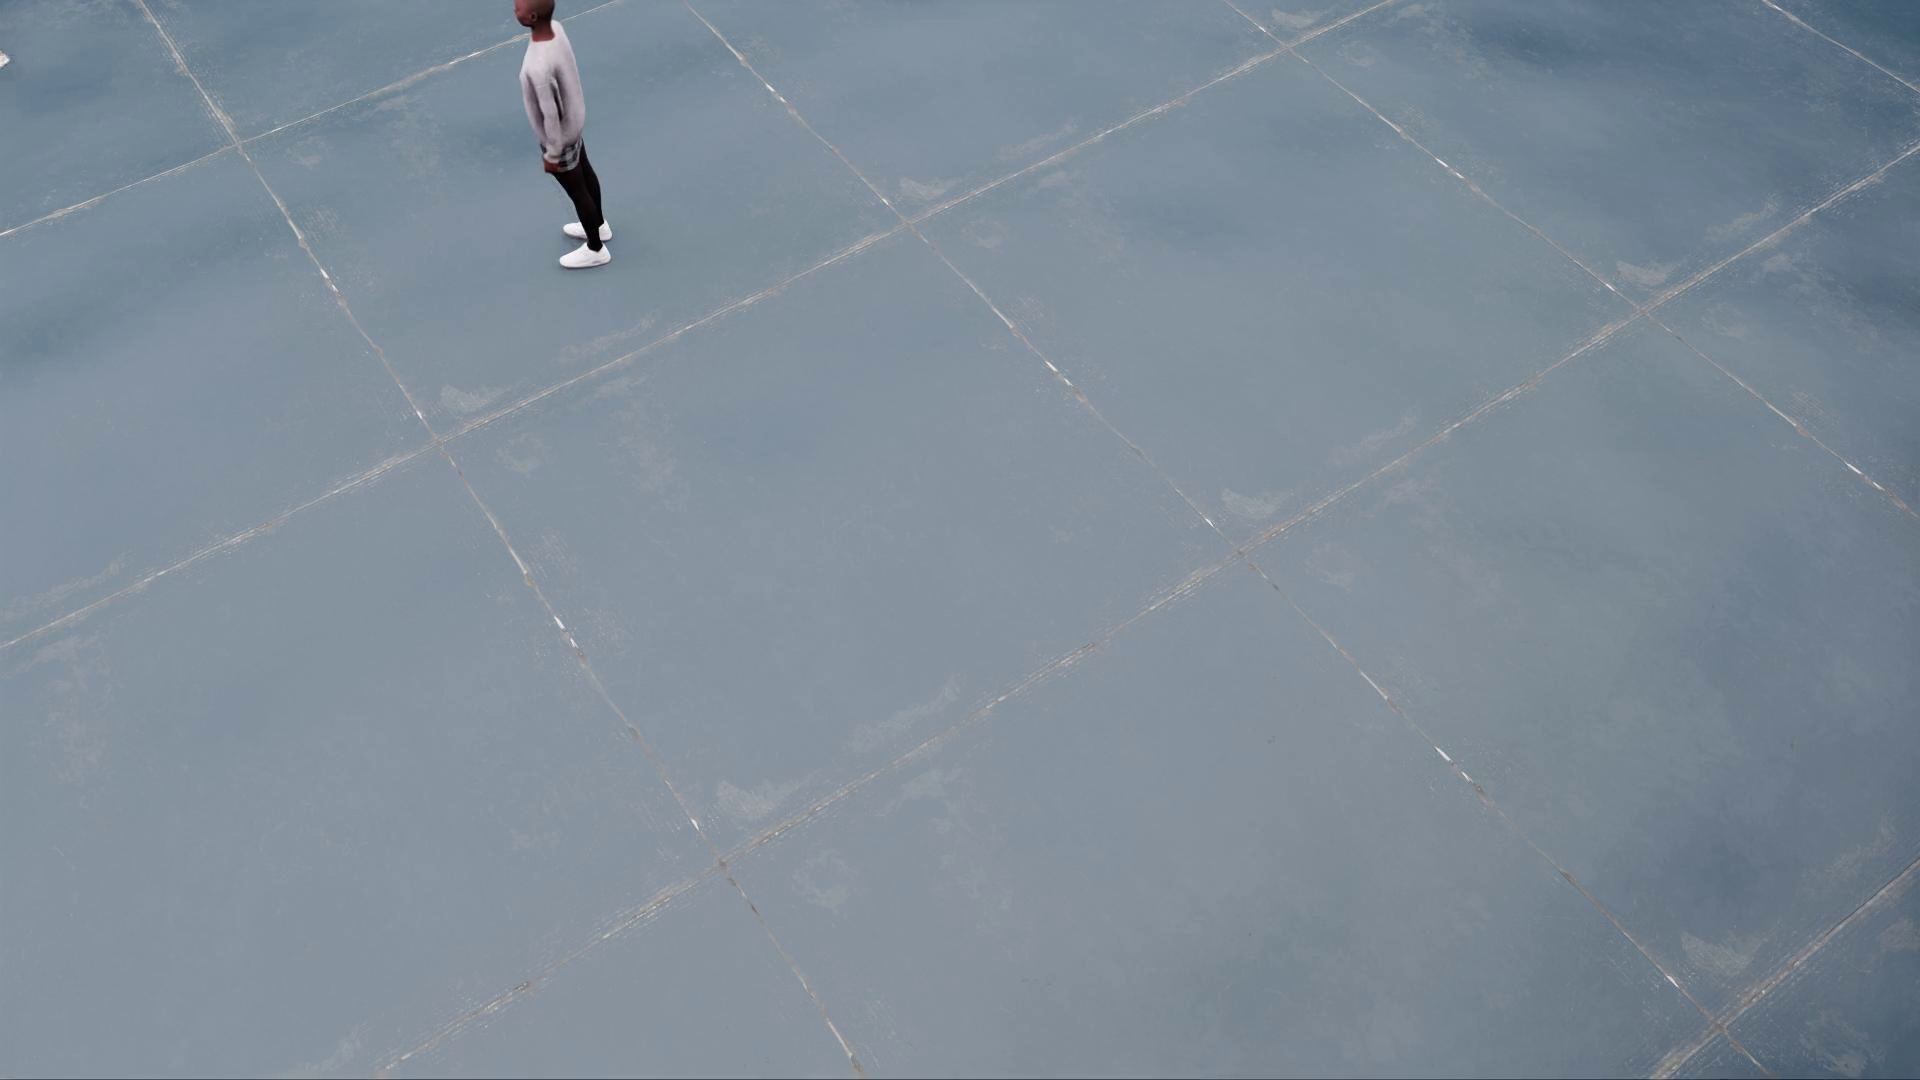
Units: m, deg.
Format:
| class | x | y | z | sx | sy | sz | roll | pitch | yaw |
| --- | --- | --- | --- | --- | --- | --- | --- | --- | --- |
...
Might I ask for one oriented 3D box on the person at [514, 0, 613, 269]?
| class | x | y | z | sx | sy | sz | roll | pitch | yaw |
| --- | --- | --- | --- | --- | --- | --- | --- | --- | --- |
| person | -2.144 | -2.236 | 9.023 | 0.758 | 1.771 | 0.658 | 0 | 52 | 0 |
